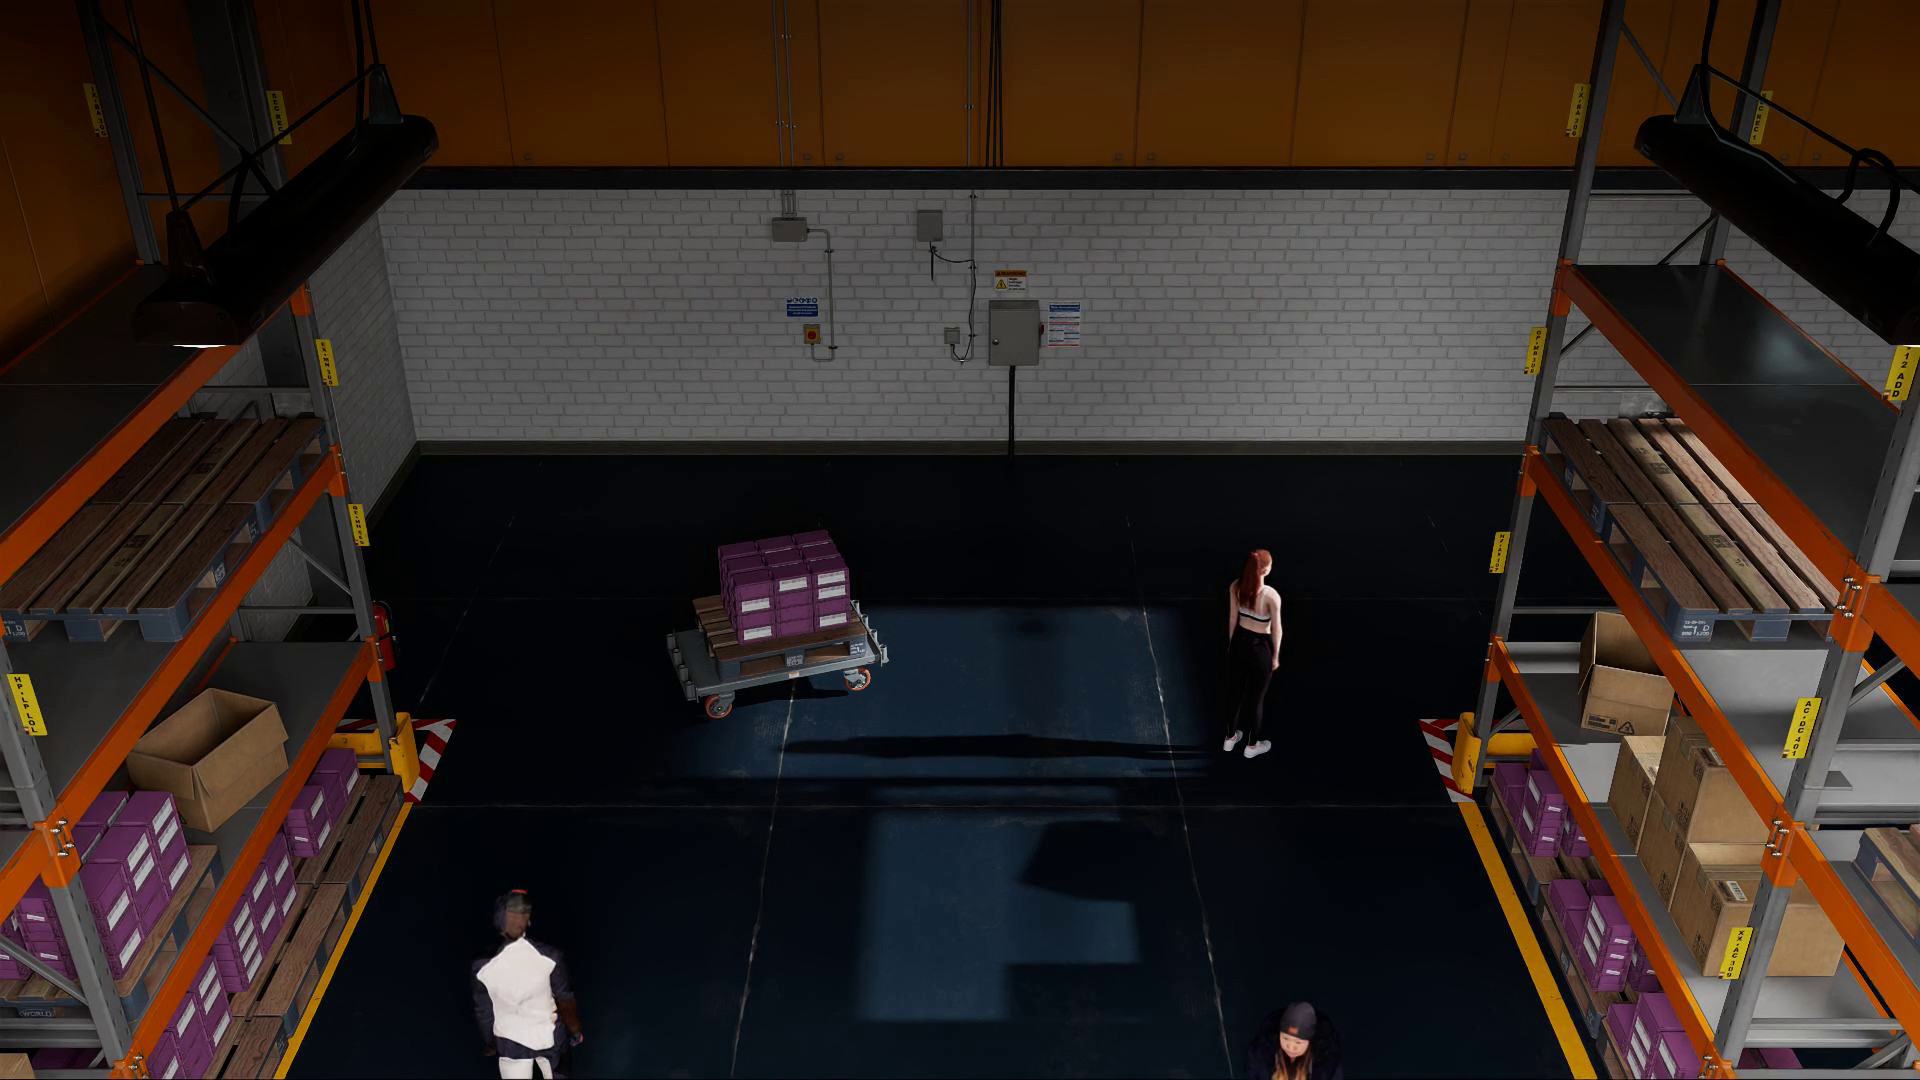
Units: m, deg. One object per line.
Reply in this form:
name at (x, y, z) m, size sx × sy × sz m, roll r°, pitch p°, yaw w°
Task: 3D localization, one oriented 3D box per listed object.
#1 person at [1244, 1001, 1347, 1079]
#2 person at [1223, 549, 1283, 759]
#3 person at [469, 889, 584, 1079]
person at (1.732, 2.984, 8.654) m, size 0.836 × 1.647 × 1.062 m, roll 8°, pitch 30°, yaw 14°
person at (2.178, 0.845, 12.478) m, size 0.666 × 1.740 × 0.713 m, roll 23°, pitch 36°, yaw 35°
person at (-2.319, 2.676, 8.965) m, size 0.732 × 1.890 × 0.649 m, roll -5°, pitch 29°, yaw -9°
